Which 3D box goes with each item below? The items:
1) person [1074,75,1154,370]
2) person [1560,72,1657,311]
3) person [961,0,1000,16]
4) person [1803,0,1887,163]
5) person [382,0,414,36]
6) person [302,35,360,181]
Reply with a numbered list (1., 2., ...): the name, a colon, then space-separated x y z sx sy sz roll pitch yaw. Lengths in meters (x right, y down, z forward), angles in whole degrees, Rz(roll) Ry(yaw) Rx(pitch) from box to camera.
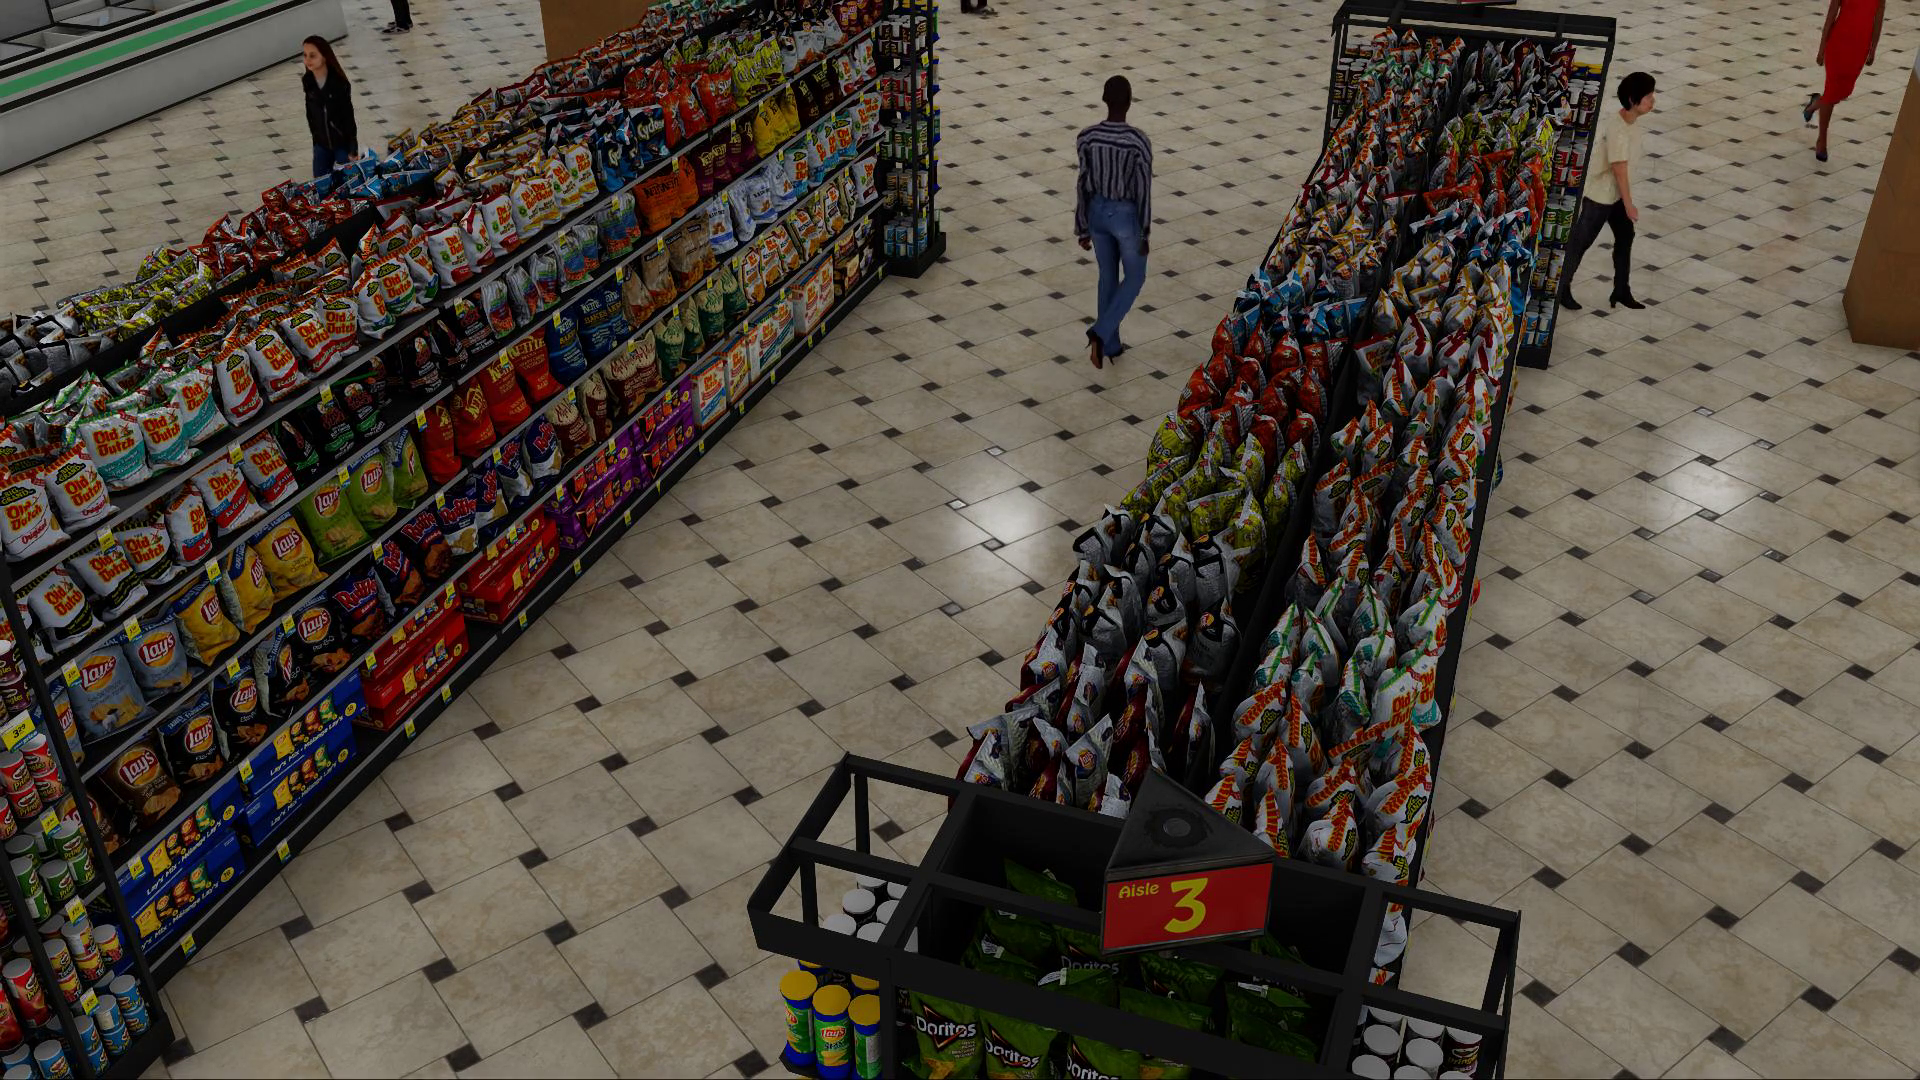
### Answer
1. person: 0.876 -1.775 9.702 0.715 1.775 0.893 17 36 25
2. person: 4.029 -2.194 10.570 0.763 1.569 0.817 18 36 27
3. person: 0.093 -6.046 17.022 0.656 1.294 0.629 1 32 2
4. person: 7.015 -3.919 13.199 0.738 1.721 1.025 4 32 6
5. person: -5.672 -5.931 16.328 0.764 1.833 0.595 -1 32 -2
6. person: -4.335 -2.818 11.668 0.577 1.470 0.585 11 34 17
